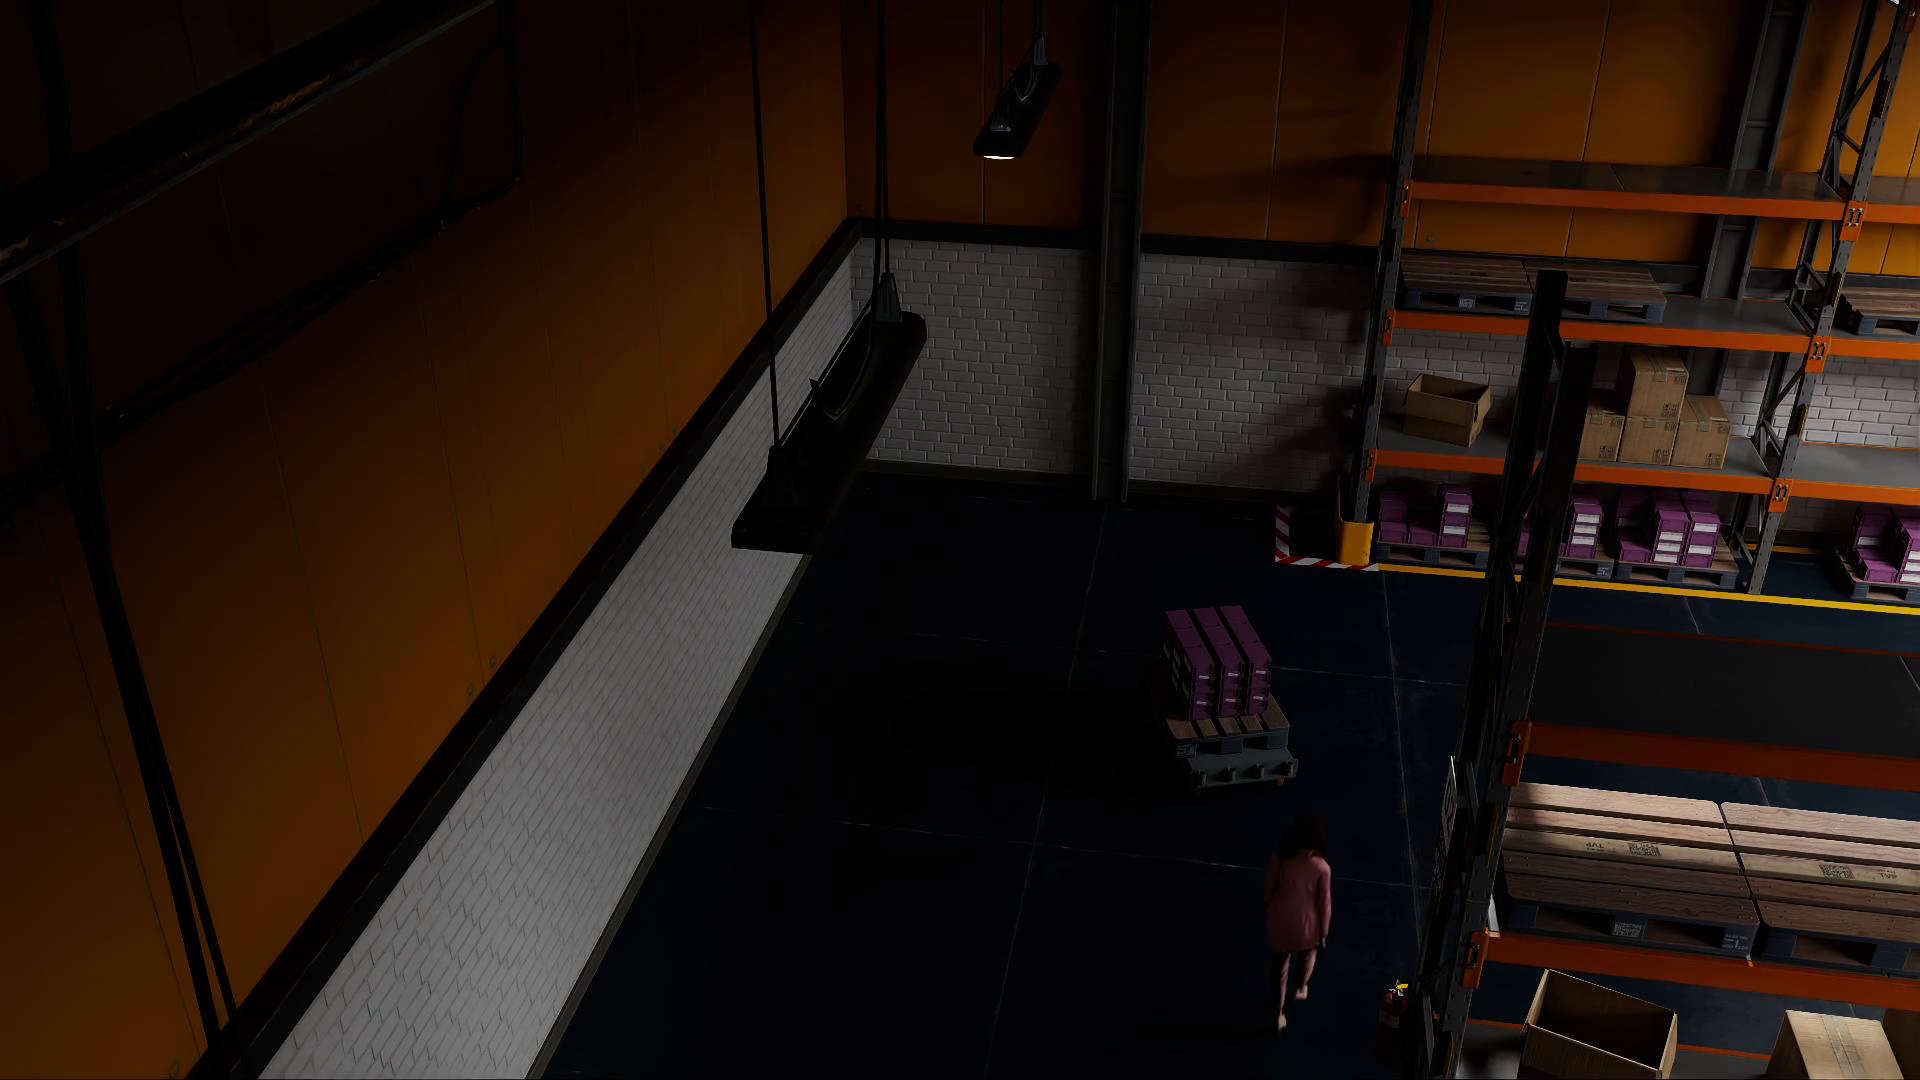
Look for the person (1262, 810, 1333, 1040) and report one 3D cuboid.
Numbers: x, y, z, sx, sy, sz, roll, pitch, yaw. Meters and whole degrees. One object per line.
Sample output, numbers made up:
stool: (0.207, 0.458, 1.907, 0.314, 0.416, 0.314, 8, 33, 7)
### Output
person: (2.238, 2.661, 11.267, 0.816, 1.782, 0.807, 12, 31, 20)
